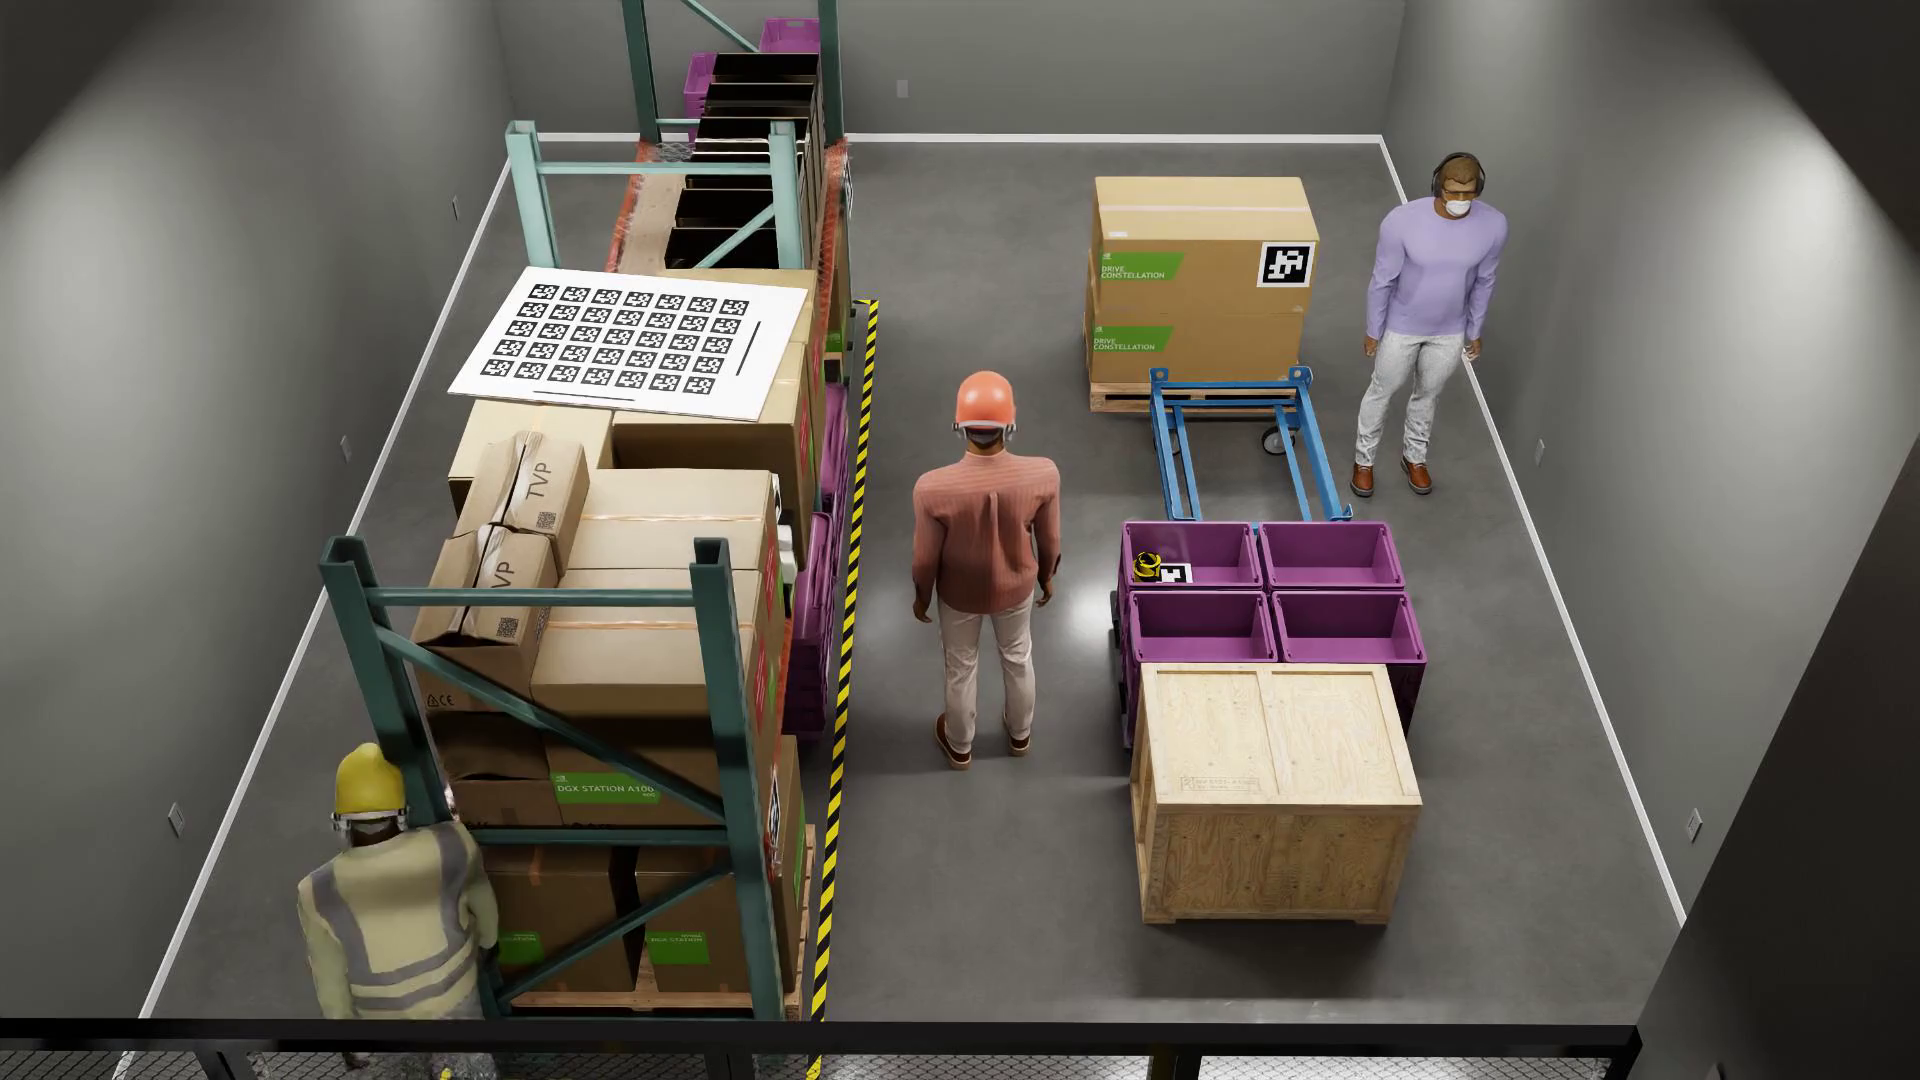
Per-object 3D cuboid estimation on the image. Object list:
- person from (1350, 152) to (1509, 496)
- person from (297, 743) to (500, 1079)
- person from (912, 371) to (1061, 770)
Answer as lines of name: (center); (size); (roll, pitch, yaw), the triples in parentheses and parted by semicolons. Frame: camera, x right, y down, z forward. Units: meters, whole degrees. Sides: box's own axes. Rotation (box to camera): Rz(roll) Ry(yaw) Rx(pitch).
person: (2.327, -1.062, 8.325); (0.628, 1.940, 0.373); (-1, 41, -1)
person: (-1.839, 1.429, 5.607); (0.617, 1.773, 0.855); (-19, 45, -21)
person: (0.100, 0.161, 6.895); (0.624, 1.983, 0.398); (-9, 42, -10)
